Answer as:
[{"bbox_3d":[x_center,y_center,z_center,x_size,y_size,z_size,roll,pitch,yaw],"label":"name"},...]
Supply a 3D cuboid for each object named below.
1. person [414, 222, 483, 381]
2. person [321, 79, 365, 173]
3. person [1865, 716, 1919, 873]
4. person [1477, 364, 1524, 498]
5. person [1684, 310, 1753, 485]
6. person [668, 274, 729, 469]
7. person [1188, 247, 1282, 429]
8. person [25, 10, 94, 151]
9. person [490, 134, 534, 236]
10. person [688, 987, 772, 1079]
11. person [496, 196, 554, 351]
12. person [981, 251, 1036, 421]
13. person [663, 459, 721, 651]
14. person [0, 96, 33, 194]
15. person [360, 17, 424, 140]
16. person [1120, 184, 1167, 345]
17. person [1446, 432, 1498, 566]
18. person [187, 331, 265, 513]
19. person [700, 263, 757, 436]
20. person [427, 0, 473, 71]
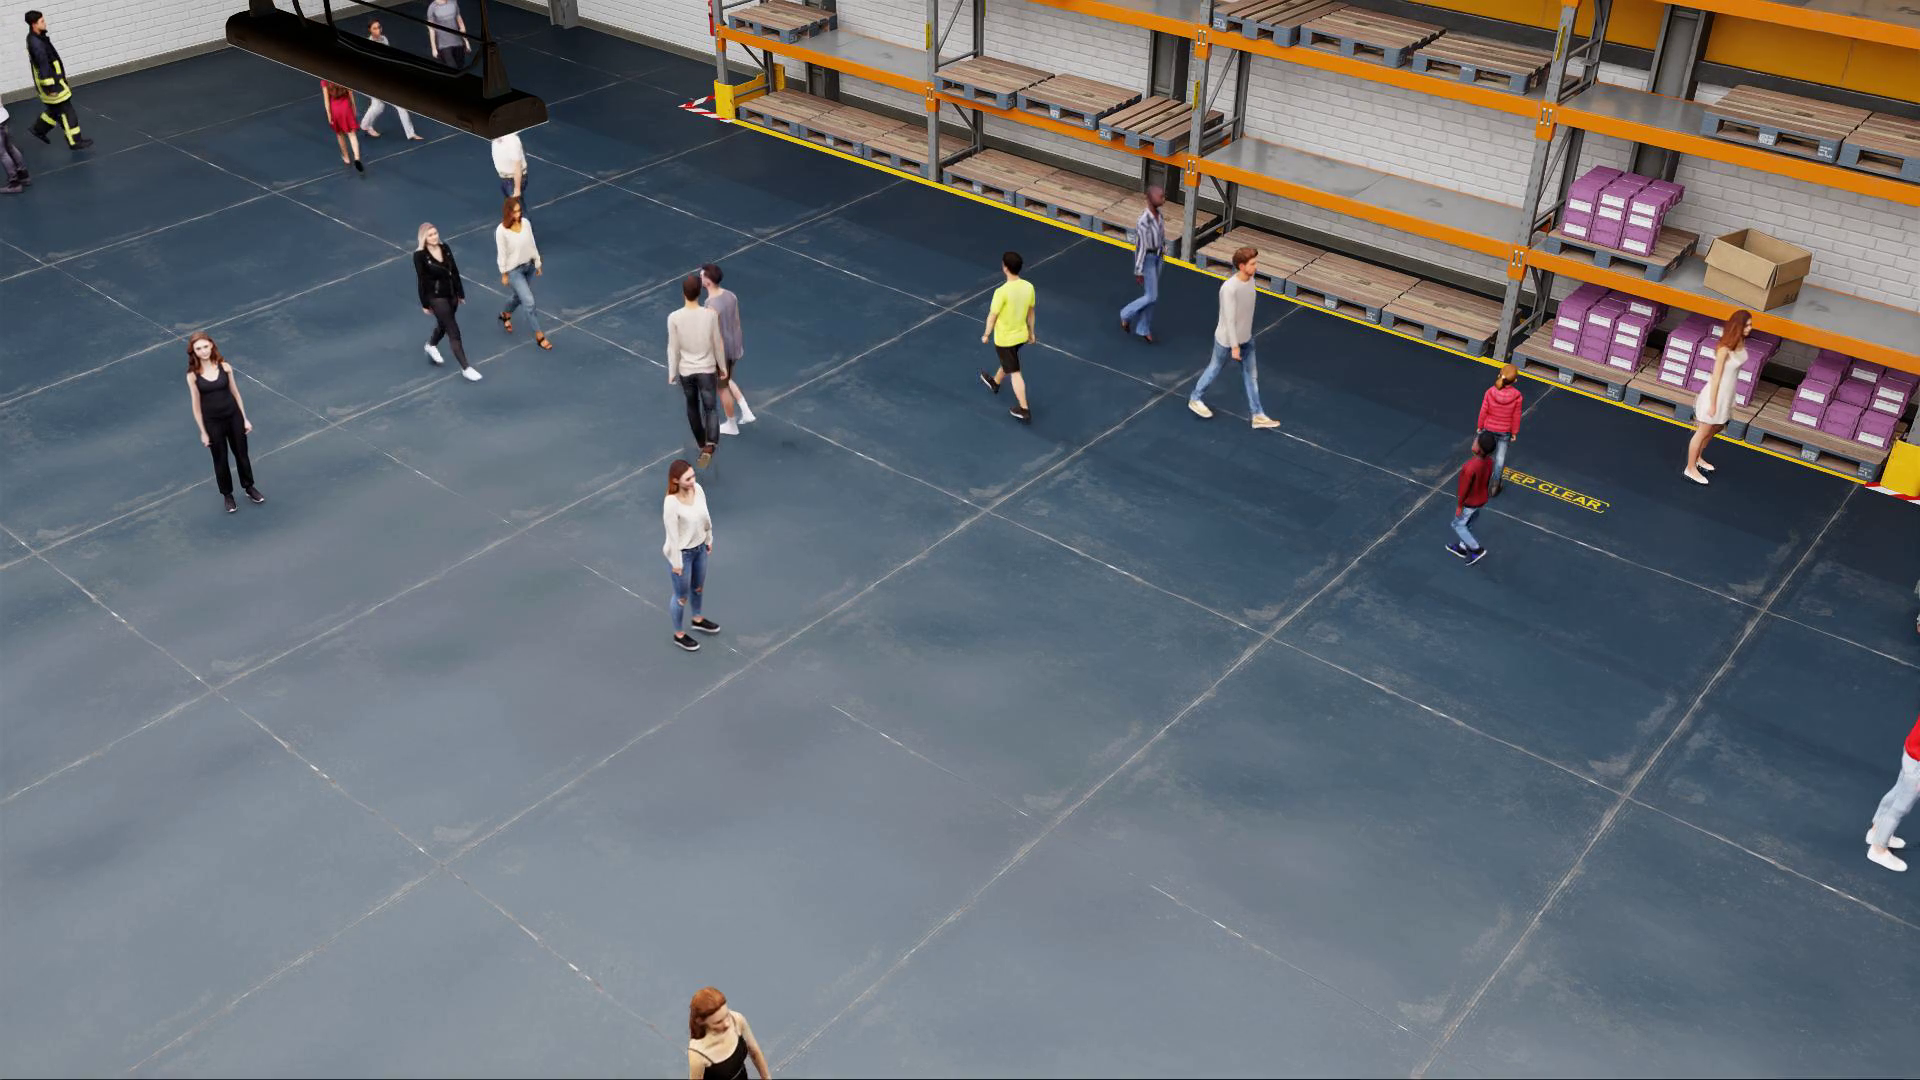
[{"bbox_3d":[-5.379,-2.485,17.135,1.123,1.647,0.649,22,40,30],"label":"person"},{"bbox_3d":[-8.154,-5.625,21.969,0.826,1.525,1.068,-15,36,-21],"label":"person"},{"bbox_3d":[6.447,1.466,11.140,0.599,1.703,0.666,14,36,20],"label":"person"},{"bbox_3d":[4.912,-1.009,15.213,0.517,1.317,0.637,12,36,18],"label":"person"},{"bbox_3d":[7.004,-1.357,15.379,0.643,1.712,0.668,-23,40,-30],"label":"person"},{"bbox_3d":[-2.451,-1.525,15.521,1.155,1.835,1.224,-5,34,-8],"label":"person"},{"bbox_3d":[2.571,-1.964,16.167,1.216,1.852,0.705,28,43,35],"label":"person"},{"bbox_3d":[-12.371,-6.188,22.470,1.068,1.910,1.071,-15,36,-21],"label":"person"},{"bbox_3d":[-5.248,-4.240,19.630,0.983,1.808,0.647,-17,37,-24],"label":"person"},{"bbox_3d":[-1.344,2.961,9.008,1.142,1.574,0.692,18,38,25],"label":"person"},{"bbox_3d":[-4.757,-2.884,17.745,1.101,1.637,0.675,22,39,29],"label":"person"},{"bbox_3d":[0.556,-1.969,16.357,0.747,1.650,1.147,-25,41,-33],"label":"person"},{"bbox_3d":[-2.173,0.095,13.215,0.598,1.689,0.639,19,38,26],"label":"person"},{"bbox_3d":[-12.366,-5.376,21.319,0.799,1.830,0.732,-4,34,-6],"label":"person"},{"bbox_3d":[-8.012,-6.324,22.866,1.263,1.698,0.968,10,35,15],"label":"person"},{"bbox_3d":[1.929,-2.930,17.683,0.751,1.782,0.708,18,38,25],"label":"person"},{"bbox_3d":[4.440,-0.331,14.257,0.562,1.247,0.681,-27,42,-34],"label":"person"},{"bbox_3d":[-6.633,-1.086,14.941,0.625,1.747,0.557,-25,41,-33],"label":"person"},{"bbox_3d":[-2.213,-1.785,15.989,0.768,1.829,0.714,15,36,21],"label":"person"},{"bbox_3d":[-7.391,-7.128,23.956,1.129,1.829,0.687,25,41,33],"label":"person"}]
